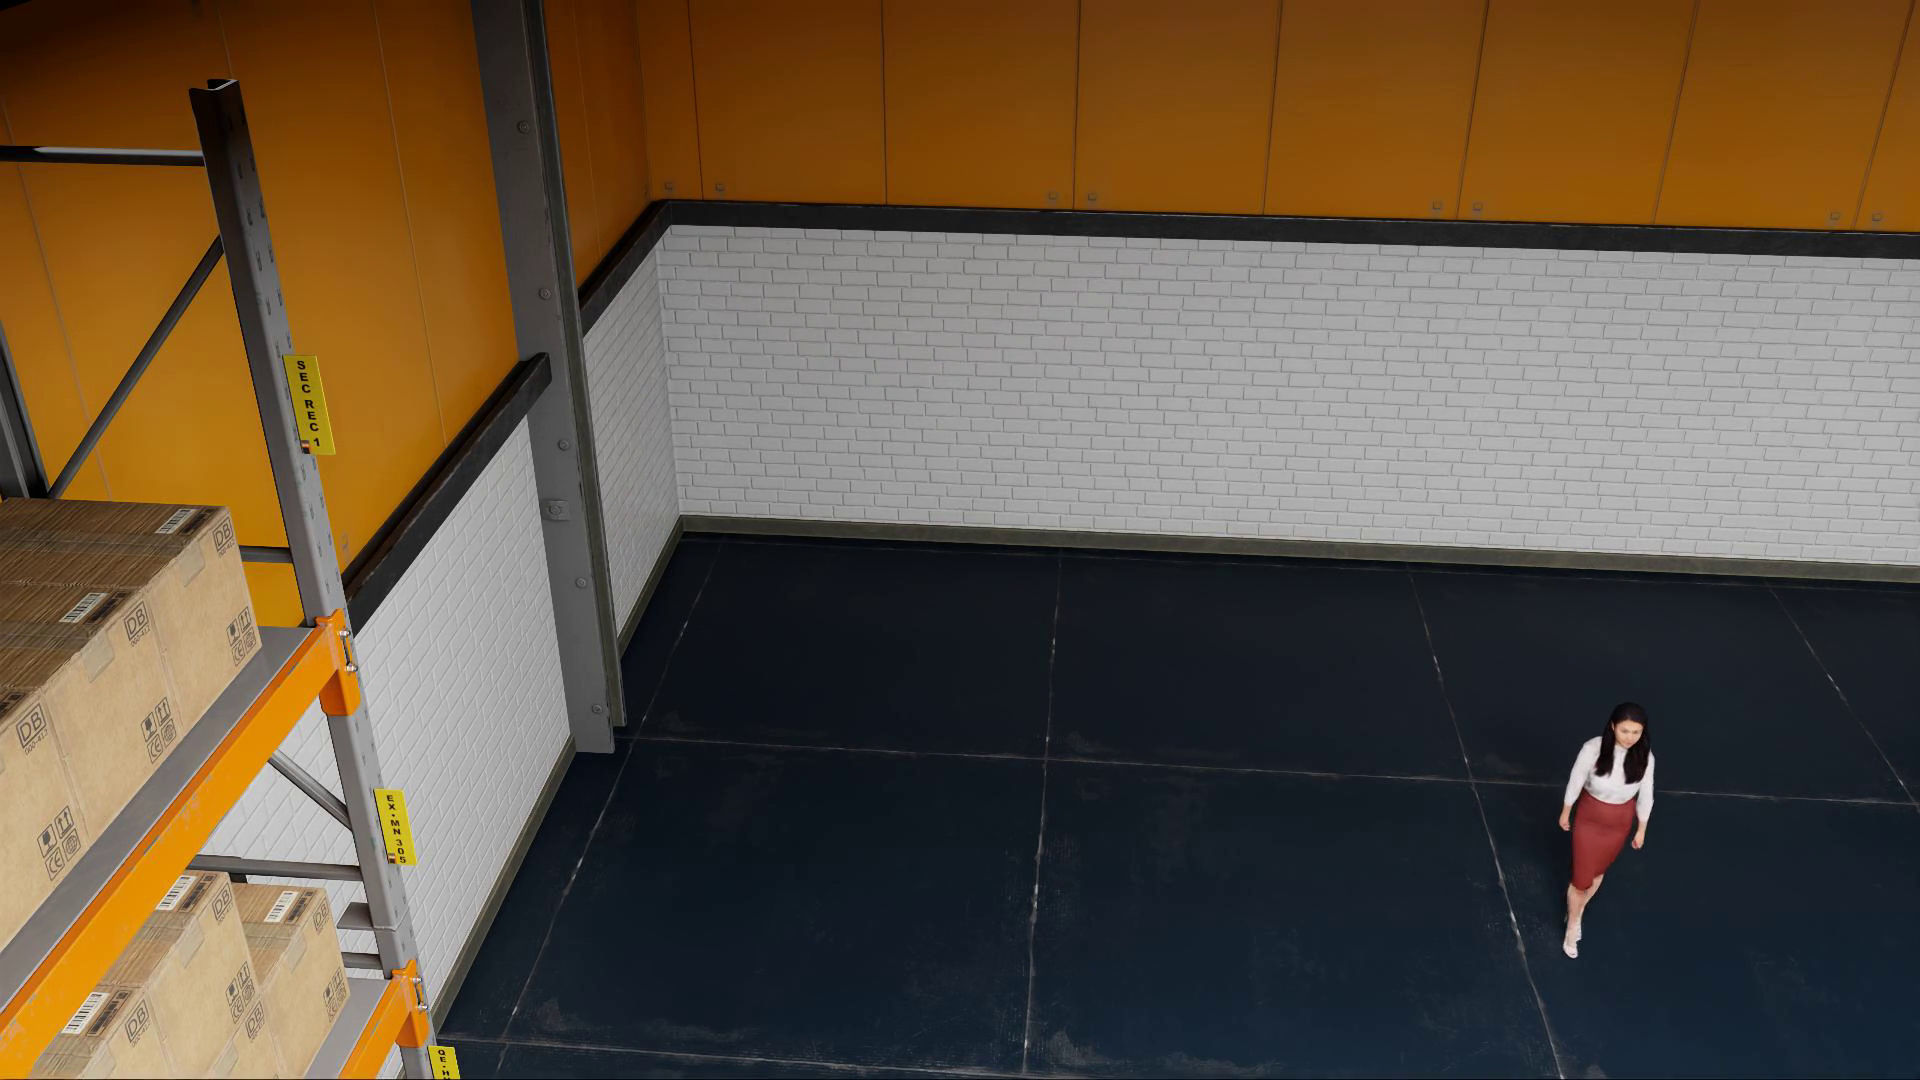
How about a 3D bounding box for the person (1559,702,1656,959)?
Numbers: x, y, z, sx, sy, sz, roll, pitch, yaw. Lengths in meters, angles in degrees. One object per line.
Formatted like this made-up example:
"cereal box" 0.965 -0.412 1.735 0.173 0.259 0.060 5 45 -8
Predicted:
"person" 3.819 1.666 9.935 0.640 1.734 0.640 4 29 8
